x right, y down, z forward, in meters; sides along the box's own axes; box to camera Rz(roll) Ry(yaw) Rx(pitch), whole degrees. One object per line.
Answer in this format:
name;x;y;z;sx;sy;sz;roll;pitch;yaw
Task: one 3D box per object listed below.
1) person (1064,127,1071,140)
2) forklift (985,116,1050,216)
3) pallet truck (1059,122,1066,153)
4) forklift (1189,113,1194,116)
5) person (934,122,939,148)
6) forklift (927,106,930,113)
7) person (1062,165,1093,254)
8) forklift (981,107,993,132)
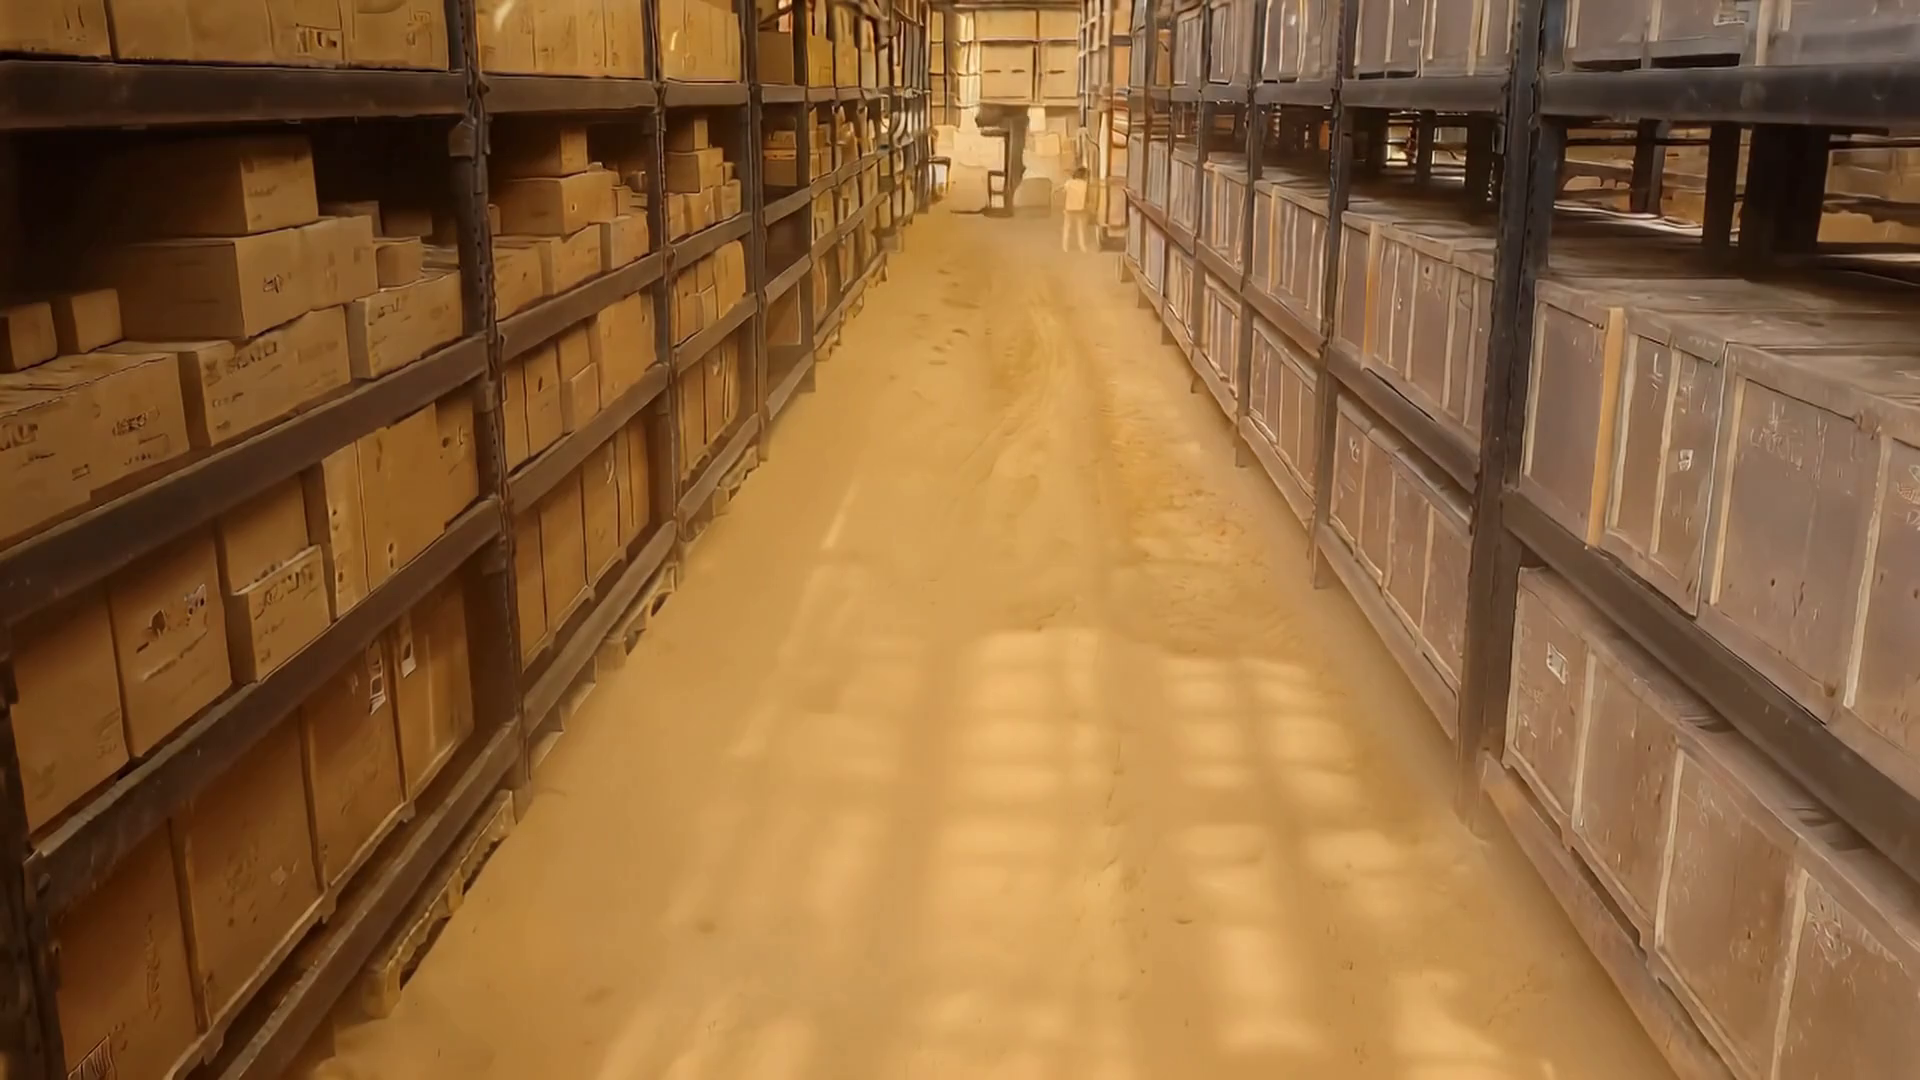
person;5.116;-18.754;79.388;0.475;1.922;0.654;6;16;20
forklift;1.665;-10.739;47.748;1.873;2.768;1.129;0;15;2
pallet truck;5.788;-21.111;88.014;1.885;1.965;0.823;5;16;18
forklift;8.039;-13.232;57.024;1.129;2.768;1.873;0;15;1
person;-1.189;-22.089;91.825;0.506;1.907;0.572;-7;17;-24
forklift;-2.001;-20.667;84.687;1.129;2.768;1.873;0;15;2
person;2.574;-7.282;36.688;0.647;1.920;1.021;-8;17;-27
forklift;1.322;-19.861;81.690;1.873;2.768;1.129;-4;16;-15
